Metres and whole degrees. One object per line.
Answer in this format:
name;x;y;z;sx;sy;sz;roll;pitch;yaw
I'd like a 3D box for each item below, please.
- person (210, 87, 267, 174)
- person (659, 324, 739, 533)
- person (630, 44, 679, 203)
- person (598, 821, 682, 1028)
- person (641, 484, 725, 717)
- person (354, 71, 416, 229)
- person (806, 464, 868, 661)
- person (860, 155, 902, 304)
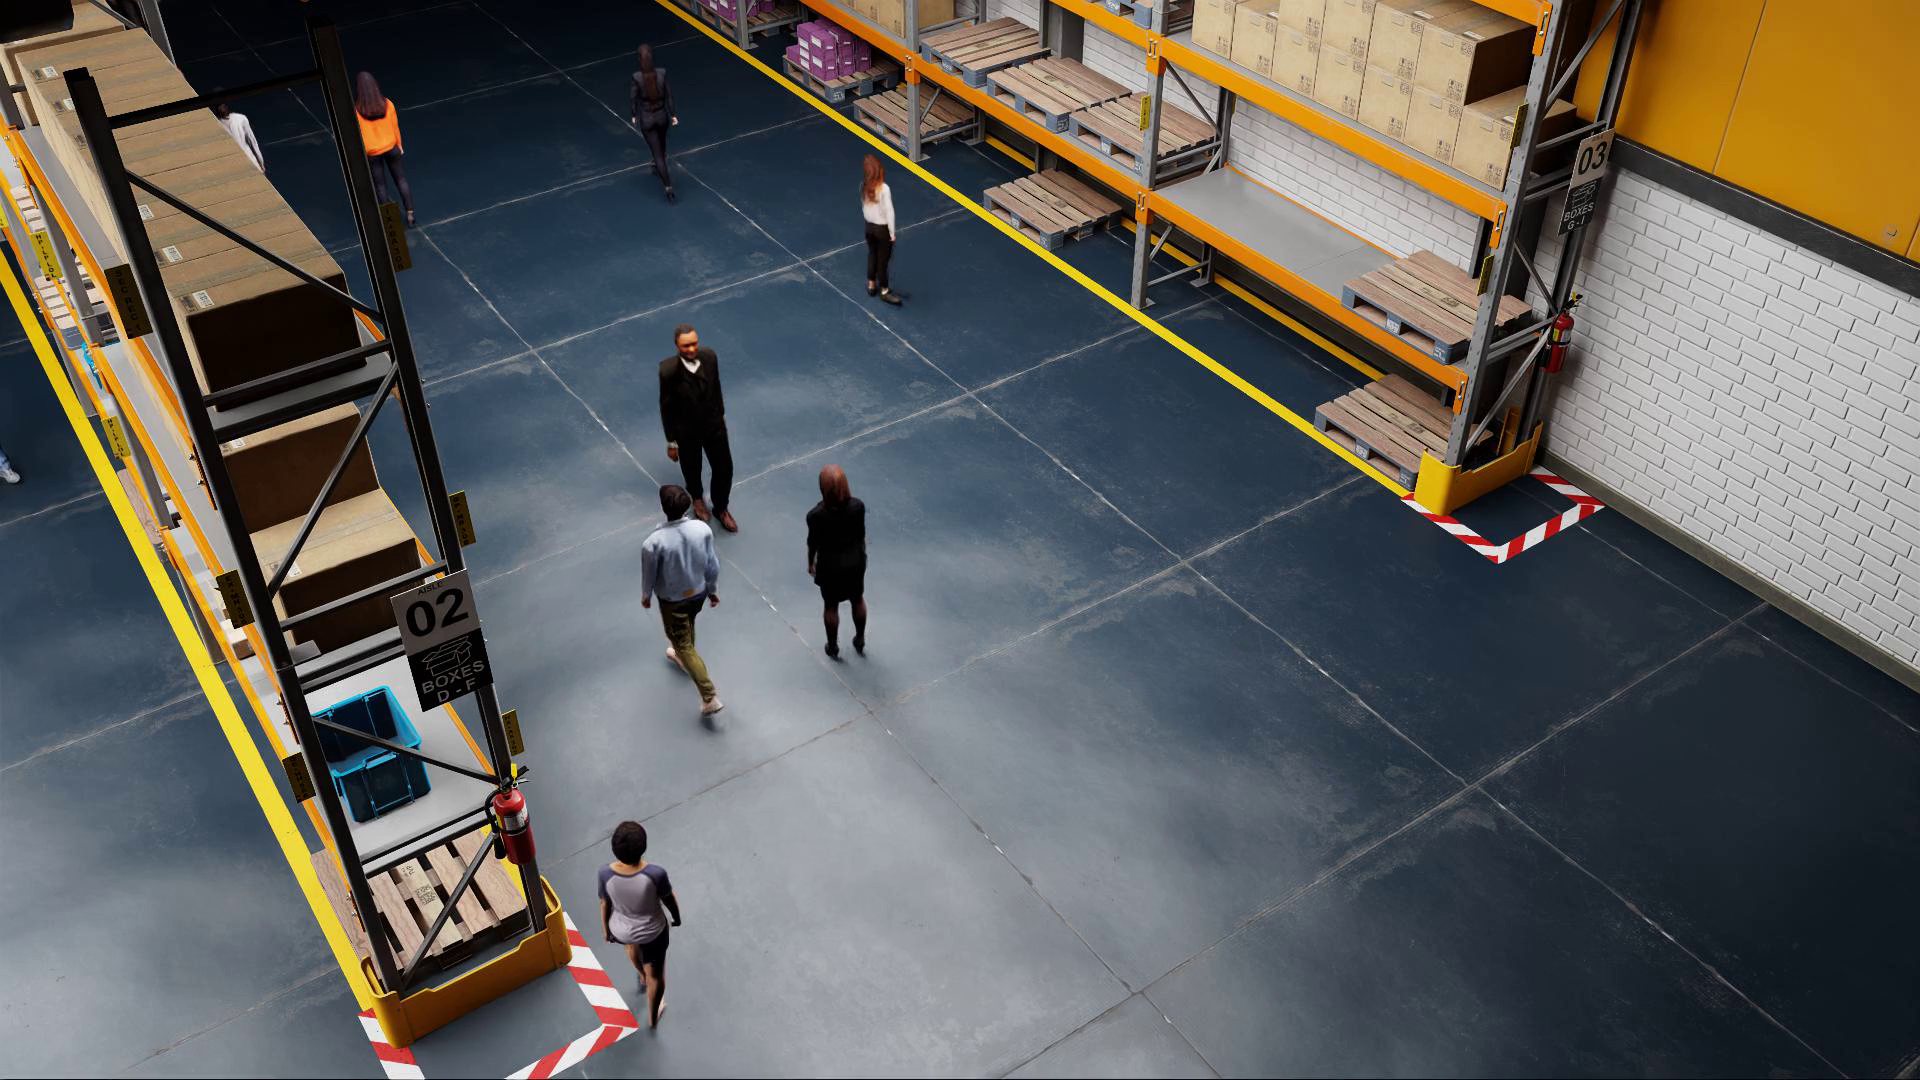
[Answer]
person;-7.278;-3.696;16.891;0.712;1.735;1.137;-19;42;-22
person;-2.146;-0.961;13.348;0.774;1.880;0.854;-18;42;-21
person;-3.258;-4.437;17.881;0.738;1.656;1.120;-15;41;-18
person;-1.863;2.285;9.605;0.794;1.481;0.866;3;39;3
person;-1.913;0.442;11.672;0.709;1.780;1.157;-27;46;-29
person;-6.021;-4.044;17.315;0.625;1.748;0.553;-21;43;-24
person;-0.859;0.181;12.061;0.632;1.703;0.570;-14;41;-17
person;-0.781;-3.015;16.257;0.765;1.461;0.517;-25;45;-28
